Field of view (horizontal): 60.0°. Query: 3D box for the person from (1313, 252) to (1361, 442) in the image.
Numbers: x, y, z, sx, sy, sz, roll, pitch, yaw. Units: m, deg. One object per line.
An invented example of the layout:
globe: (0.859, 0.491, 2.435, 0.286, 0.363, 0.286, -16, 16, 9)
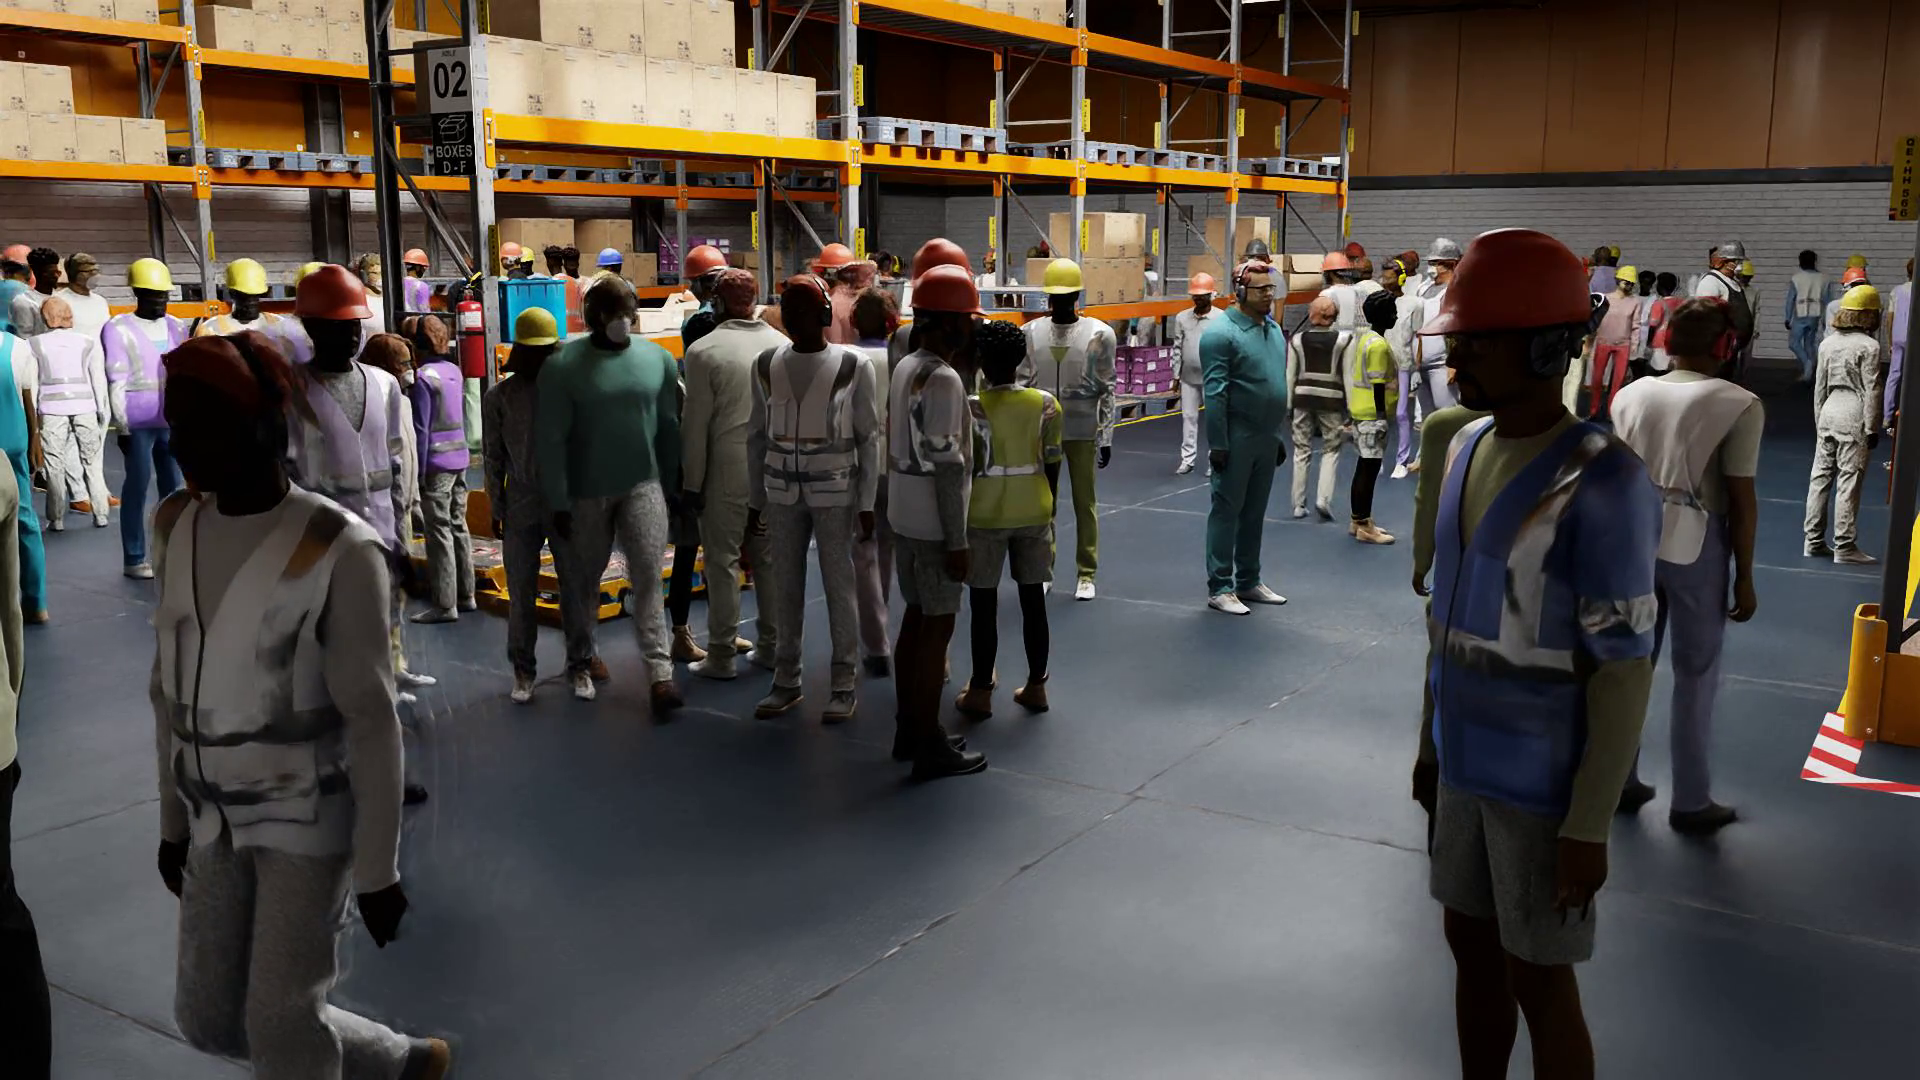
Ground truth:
person: (3.822, -1.925, 16.728, 0.555, 1.922, 0.860, -8, 13, -38)

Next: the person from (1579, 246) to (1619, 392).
person: (8.530, -2.940, 22.203, 0.636, 1.939, 0.365, -4, 11, -20)

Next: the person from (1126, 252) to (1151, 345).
person: (3.052, -3.932, 28.017, 0.515, 1.828, 0.697, -9, 13, -40)

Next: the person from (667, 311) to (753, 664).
person: (-1.226, -0.254, 8.016, 0.320, 1.694, 0.534, 7, 12, 35)

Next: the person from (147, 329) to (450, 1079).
person: (-1.253, 0.530, 3.167, 0.577, 1.867, 0.600, 6, 12, 29)

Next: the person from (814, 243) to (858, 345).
person: (-0.864, -1.129, 12.010, 0.378, 1.996, 0.610, 4, 11, 22)

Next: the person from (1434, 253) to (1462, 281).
person: (7.577, -3.547, 25.804, 0.601, 1.858, 0.712, 5, 11, 26)

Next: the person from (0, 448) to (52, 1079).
person: (-2.108, 0.441, 3.315, 0.382, 1.995, 0.612, 1, 10, 8)

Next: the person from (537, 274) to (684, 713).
person: (-1.514, -0.214, 7.288, 0.655, 1.884, 1.073, -5, 11, -25)

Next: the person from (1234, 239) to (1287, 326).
person: (3.460, -2.518, 19.581, 0.535, 2.000, 0.687, -9, 13, -40)

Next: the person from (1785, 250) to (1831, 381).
person: (12.062, -3.169, 23.635, 0.605, 1.890, 0.699, 0, 10, 0)

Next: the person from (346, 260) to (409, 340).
person: (-4.476, -1.216, 12.842, 0.611, 1.866, 0.669, -7, 12, -32)

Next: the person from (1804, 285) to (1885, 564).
person: (5.599, -0.725, 10.474, 0.295, 1.744, 0.488, -3, 11, -16)

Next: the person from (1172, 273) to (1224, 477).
person: (2.070, -1.414, 14.280, 0.566, 1.745, 0.349, 7, 12, 33)

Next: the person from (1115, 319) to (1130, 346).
person: (3.080, -4.491, 31.459, 0.375, 1.701, 0.653, 5, 11, 25)

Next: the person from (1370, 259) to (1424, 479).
person: (3.680, -1.448, 14.150, 0.534, 1.863, 0.315, 8, 13, 39)

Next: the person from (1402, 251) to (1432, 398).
person: (5.778, -2.776, 21.448, 0.584, 1.882, 0.337, 6, 12, 31)

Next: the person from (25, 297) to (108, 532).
person: (-6.247, -0.879, 11.646, 0.516, 1.629, 0.320, -8, 13, -38)

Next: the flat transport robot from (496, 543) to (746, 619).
flat transport robot: (-1.835, 0.208, 9.383, 0.652, 0.197, 1.431, 7, 13, 35)

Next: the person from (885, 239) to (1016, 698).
person: (-0.054, -0.299, 7.338, 0.617, 2.028, 0.410, 4, 11, 20)

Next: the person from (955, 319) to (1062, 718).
person: (0.187, -0.083, 7.063, 0.533, 1.694, 0.320, -4, 11, -22)

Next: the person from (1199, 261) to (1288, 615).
person: (1.582, -0.558, 9.098, 0.408, 1.908, 0.643, 10, 14, 43)

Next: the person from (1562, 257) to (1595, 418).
person: (6.649, -2.143, 18.049, 0.374, 1.842, 0.570, 0, 10, -1)

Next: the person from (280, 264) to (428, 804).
person: (-2.145, 0.017, 5.821, 0.355, 1.938, 0.545, 7, 12, 34)

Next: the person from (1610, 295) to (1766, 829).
person: (2.474, 0.079, 5.771, 0.398, 1.835, 0.565, -6, 12, -29)

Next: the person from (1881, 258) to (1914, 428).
person: (10.149, -2.092, 17.765, 0.342, 1.846, 0.508, -5, 11, -24)

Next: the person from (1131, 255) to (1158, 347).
person: (2.538, -2.946, 22.563, 0.431, 1.828, 0.659, 9, 13, 40)

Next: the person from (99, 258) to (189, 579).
person: (-4.840, -0.726, 10.010, 0.411, 1.917, 0.588, 5, 11, 26)

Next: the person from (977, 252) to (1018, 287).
person: (0.490, -2.764, 21.316, 0.591, 1.911, 0.398, 6, 12, 28)

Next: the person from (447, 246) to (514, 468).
person: (-4.237, -1.674, 14.904, 0.688, 2.000, 0.536, -5, 11, -25)

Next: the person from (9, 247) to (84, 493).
person: (-7.345, -1.372, 13.436, 0.362, 1.963, 0.614, 1, 10, 7)
